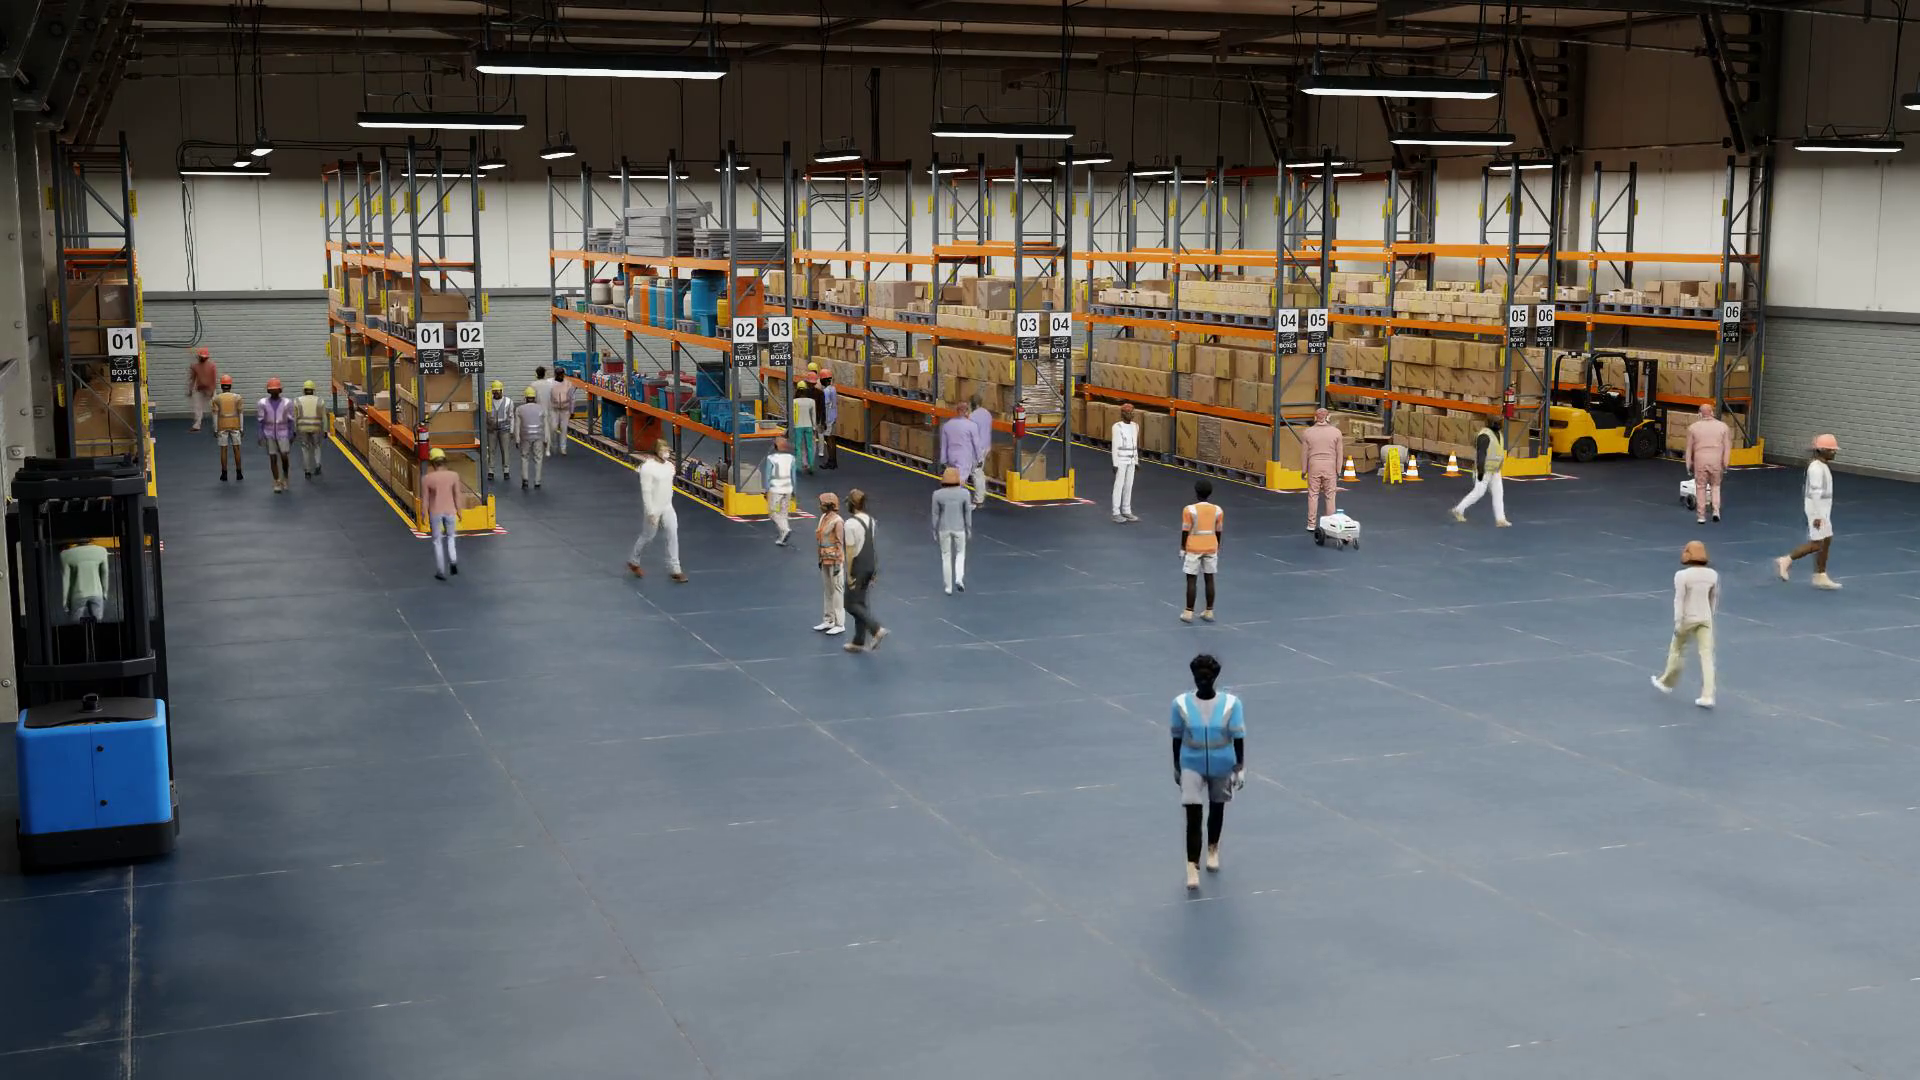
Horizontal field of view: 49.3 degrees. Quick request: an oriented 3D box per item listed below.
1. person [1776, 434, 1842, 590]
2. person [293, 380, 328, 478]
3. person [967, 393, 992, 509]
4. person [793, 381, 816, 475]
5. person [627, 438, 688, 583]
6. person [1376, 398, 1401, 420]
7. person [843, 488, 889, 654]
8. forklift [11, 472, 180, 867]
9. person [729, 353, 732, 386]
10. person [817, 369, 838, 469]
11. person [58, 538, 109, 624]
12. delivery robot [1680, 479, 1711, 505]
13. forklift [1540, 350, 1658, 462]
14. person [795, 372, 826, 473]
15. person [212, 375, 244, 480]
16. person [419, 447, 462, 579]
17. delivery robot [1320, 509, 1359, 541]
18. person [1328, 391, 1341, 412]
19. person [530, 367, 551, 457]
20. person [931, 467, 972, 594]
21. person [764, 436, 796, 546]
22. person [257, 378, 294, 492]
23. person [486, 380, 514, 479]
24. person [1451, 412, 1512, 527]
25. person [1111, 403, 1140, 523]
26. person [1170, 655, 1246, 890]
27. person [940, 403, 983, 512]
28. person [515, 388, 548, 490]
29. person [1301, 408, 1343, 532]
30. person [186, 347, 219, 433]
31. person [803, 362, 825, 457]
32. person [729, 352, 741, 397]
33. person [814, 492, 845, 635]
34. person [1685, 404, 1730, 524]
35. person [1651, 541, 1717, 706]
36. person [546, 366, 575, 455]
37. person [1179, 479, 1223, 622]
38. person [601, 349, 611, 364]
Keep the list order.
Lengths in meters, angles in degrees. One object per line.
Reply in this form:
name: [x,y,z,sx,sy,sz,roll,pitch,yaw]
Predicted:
person: [11.022,-0.370,27.036,0.724,2.027,0.628,6,10,34]
person: [-12.153,-2.081,39.156,0.628,1.807,0.589,-3,9,-17]
person: [0.268,-1.486,34.788,0.444,1.931,0.651,5,10,28]
person: [-2.975,-2.113,39.513,0.533,1.766,0.318,-4,9,-24]
person: [-4.036,-0.407,27.723,0.974,1.904,0.630,7,11,39]
person: [9.392,-3.114,45.930,0.619,1.845,0.430,-2,9,-16]
person: [-1.039,0.351,22.881,0.570,1.831,0.517,6,10,33]
forklift: [-6.630,0.886,15.957,1.129,2.768,1.873,-3,9,-21]
person: [-4.986,-3.102,45.437,0.364,1.964,0.612,0,9,2]
person: [-2.575,-2.352,40.581,0.385,1.930,0.540,2,9,13]
person: [-9.133,0.605,21.843,0.513,1.633,0.297,-7,11,-39]
delivery robot: [12.286,-0.841,34.863,0.477,0.478,0.707,-1,9,-5]
forklift: [12.897,-2.725,42.309,2.313,2.155,1.214,-3,9,-21]
person: [-2.856,-2.233,39.750,0.634,1.926,0.995,1,9,4]
person: [-13.534,-2.082,38.732,0.545,1.938,0.362,-4,9,-23]
person: [-6.904,-0.356,27.814,0.555,1.751,0.367,-5,10,-29]
delivery robot: [5.554,-0.205,30.632,0.477,0.478,0.707,-2,9,-16]
person: [9.011,-3.973,51.545,0.819,1.895,0.562,8,12,42]
person: [-8.536,-2.633,42.812,0.513,1.817,0.978,-3,9,-19]
person: [-0.113,-0.126,26.705,0.520,1.620,0.341,-1,9,-4]
person: [-2.595,-0.704,30.567,0.536,1.623,0.451,-7,11,-40]
person: [-12.021,-1.832,36.787,0.617,2.022,0.623,-2,9,-14]
person: [-8.556,-2.040,38.792,0.586,1.835,0.403,-1,9,-9]
person: [8.205,-1.117,32.792,0.873,1.802,0.661,7,11,40]
person: [2.628,-1.230,33.226,0.585,1.882,0.337,-8,12,-44]
person: [1.766,1.629,14.965,0.536,1.649,0.875,1,9,7]
person: [0.041,-1.282,33.692,0.630,1.848,0.977,7,11,37]
person: [-7.653,-1.813,37.416,0.595,1.800,0.531,-3,9,-16]
person: [5.553,-1.074,32.139,0.636,1.903,0.406,2,9,10]
person: [-17.172,-3.389,47.428,0.877,1.956,0.420,1,9,4]
person: [-2.981,-2.635,42.454,0.594,1.924,0.382,-3,9,-22]
person: [-5.296,-3.481,48.170,0.542,1.910,0.711,-2,9,-15]
person: [-1.487,0.261,24.102,0.311,1.639,0.512,-5,10,-28]
person: [11.802,-1.199,33.091,0.663,1.868,0.537,2,9,16]
person: [7.197,0.799,20.638,0.518,1.585,0.871,-2,9,-14]
person: [-8.185,-2.638,42.813,0.650,1.821,0.451,-3,9,-19]
person: [2.861,0.124,24.848,0.532,1.691,0.321,-3,9,-21]
person: [-8.771,-3.931,52.046,0.308,1.641,0.511,1,9,8]
